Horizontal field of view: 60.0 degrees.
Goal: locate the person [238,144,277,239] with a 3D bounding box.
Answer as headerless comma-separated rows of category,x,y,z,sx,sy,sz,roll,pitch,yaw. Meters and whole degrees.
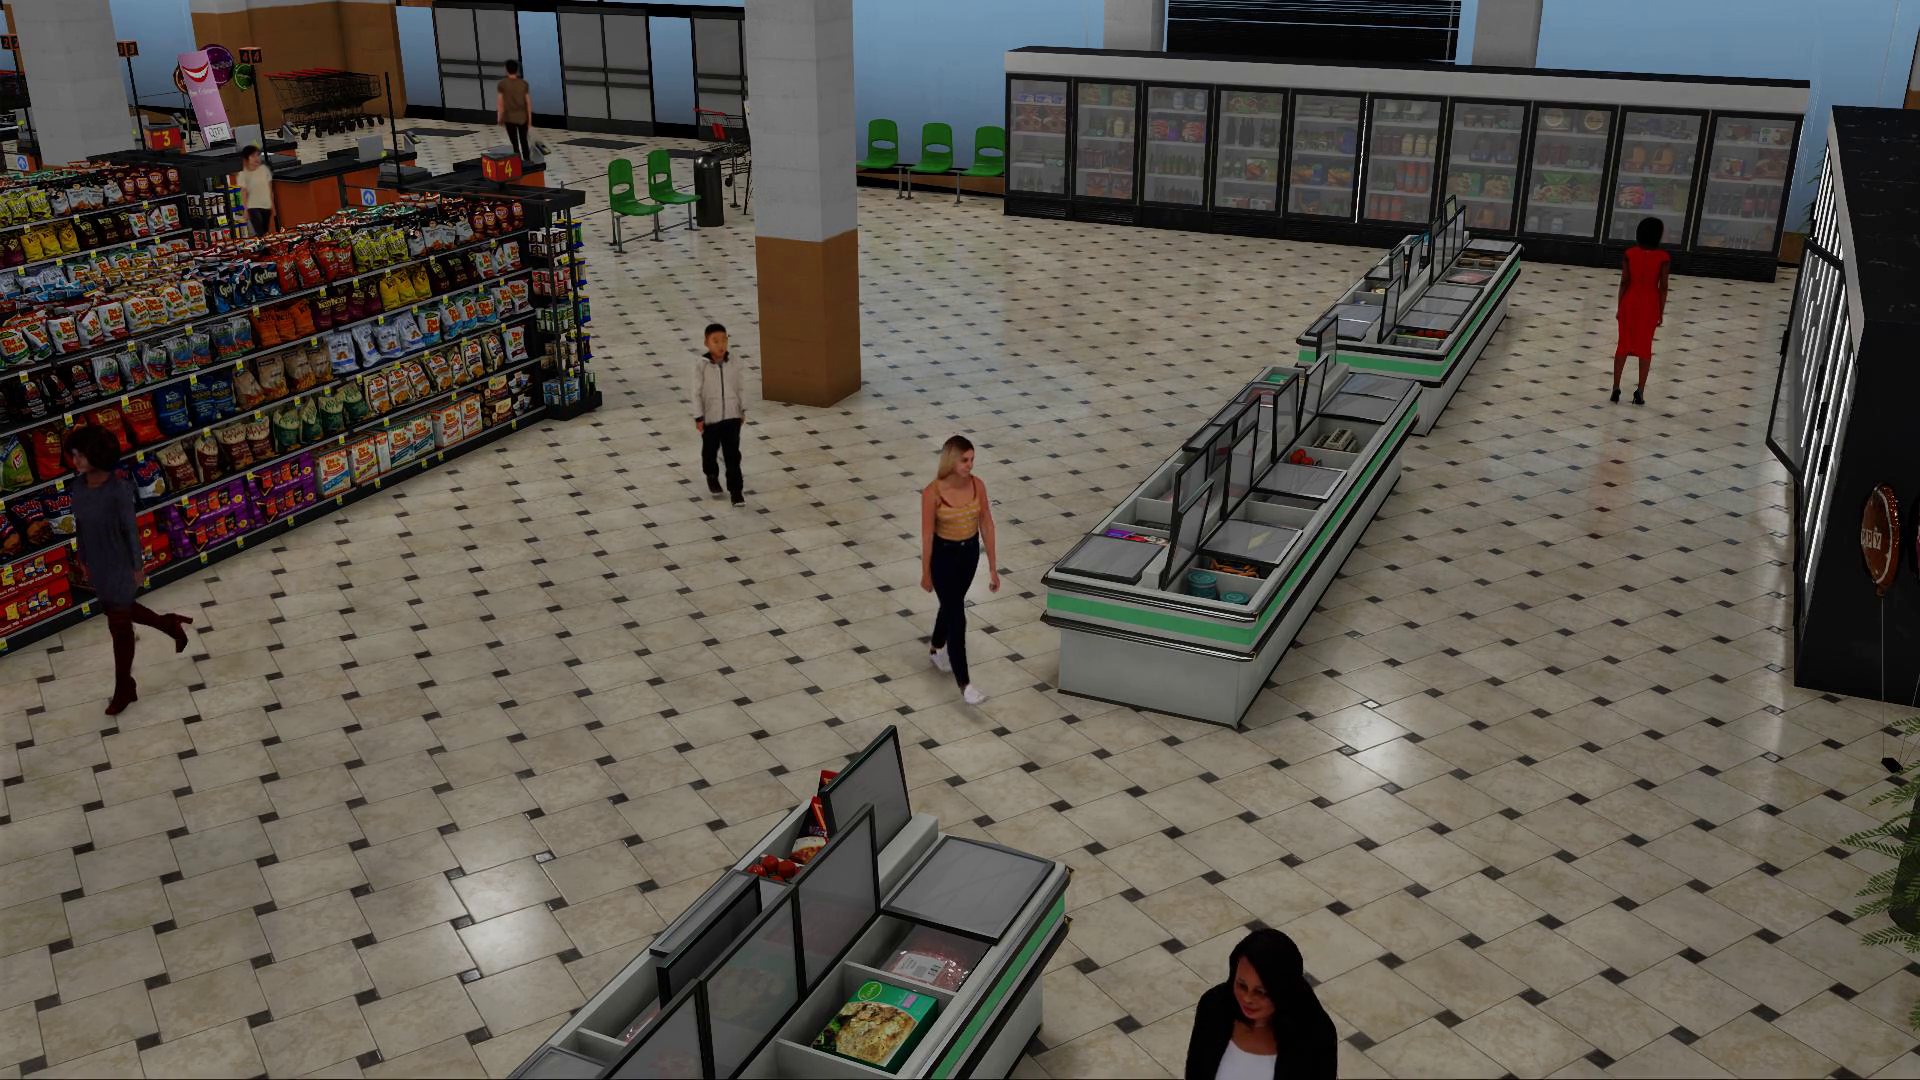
person,-8.654,-4.075,20.478,0.712,1.557,0.711,12,25,27

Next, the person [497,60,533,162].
person,-7.147,-6.758,26.793,1.027,1.827,1.068,-10,24,-24

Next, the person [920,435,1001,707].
person,-0.066,0.138,9.967,1.096,1.575,1.047,-11,24,-25

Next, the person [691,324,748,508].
person,-1.896,-0.978,12.950,0.985,1.422,1.023,-9,24,-21

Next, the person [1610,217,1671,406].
person,6.260,-2.106,15.327,0.574,1.744,0.504,12,25,26

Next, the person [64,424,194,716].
person,-4.941,0.135,9.824,0.622,1.689,1.020,8,23,20

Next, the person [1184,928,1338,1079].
person,1.004,1.930,5.464,0.647,1.608,0.676,10,24,23
